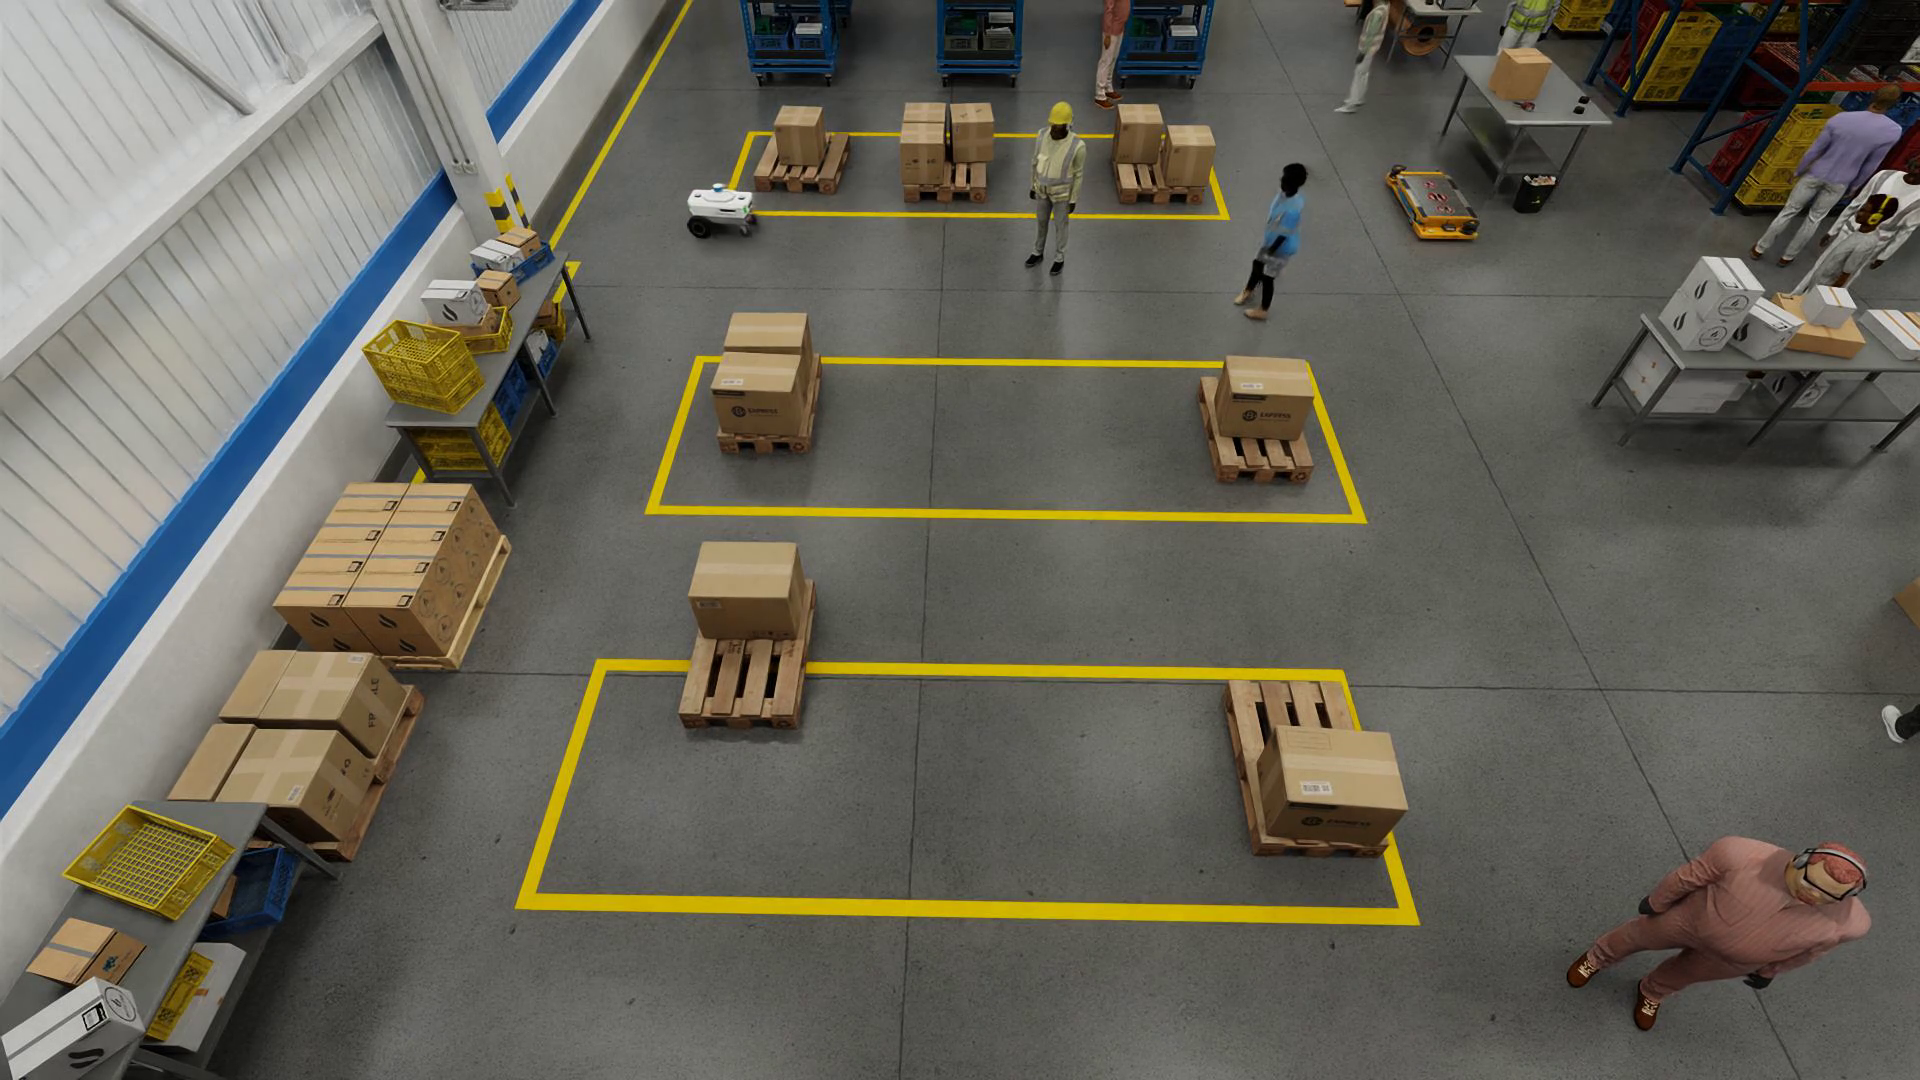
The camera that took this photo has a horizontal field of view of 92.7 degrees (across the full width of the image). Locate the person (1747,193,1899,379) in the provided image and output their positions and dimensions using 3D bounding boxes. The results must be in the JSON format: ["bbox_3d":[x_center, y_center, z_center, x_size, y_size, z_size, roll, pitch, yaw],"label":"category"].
[{"bbox_3d":[7.891,-2.294,8.454,0.311,1.865,0.532,30,55,23],"label":"person"}]

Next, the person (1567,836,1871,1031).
[{"bbox_3d":[3.868,2.020,4.693,0.642,1.908,0.407,32,56,24],"label":"person"}]

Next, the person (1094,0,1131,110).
[{"bbox_3d":[2.096,-6.904,12.361,0.388,1.991,0.620,22,53,18],"label":"person"}]

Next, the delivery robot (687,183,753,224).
[{"bbox_3d":[-2.768,-3.890,10.636,0.707,0.478,0.477,4,49,4],"label":"delivery robot"}]

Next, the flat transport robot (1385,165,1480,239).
[{"bbox_3d":[5.692,-4.094,11.059,0.652,0.197,1.431,1,49,1],"label":"flat transport robot"}]

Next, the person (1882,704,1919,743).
[{"bbox_3d":[6.750,0.765,5.773,0.597,1.915,0.370,25,54,20],"label":"person"}]

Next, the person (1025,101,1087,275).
[{"bbox_3d":[0.988,-3.701,9.690,0.589,1.837,0.404,26,54,21],"label":"person"}]

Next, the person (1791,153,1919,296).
[{"bbox_3d":[8.859,-2.937,9.008,0.361,1.878,0.579,-24,53,-20],"label":"person"}]

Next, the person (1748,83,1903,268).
[{"bbox_3d":[9.222,-3.845,9.752,0.627,1.934,0.371,32,56,24],"label":"person"}]

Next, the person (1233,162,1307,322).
[{"bbox_3d":[3.144,-2.977,9.169,0.390,1.669,0.598,3,49,2],"label":"person"}]

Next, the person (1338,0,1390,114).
[{"bbox_3d":[5.512,-6.644,12.369,0.310,1.637,0.523,20,52,16],"label":"person"}]

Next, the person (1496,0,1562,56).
[{"bbox_3d":[7.789,-7.084,12.625,0.629,1.837,0.430,20,52,16],"label":"person"}]
